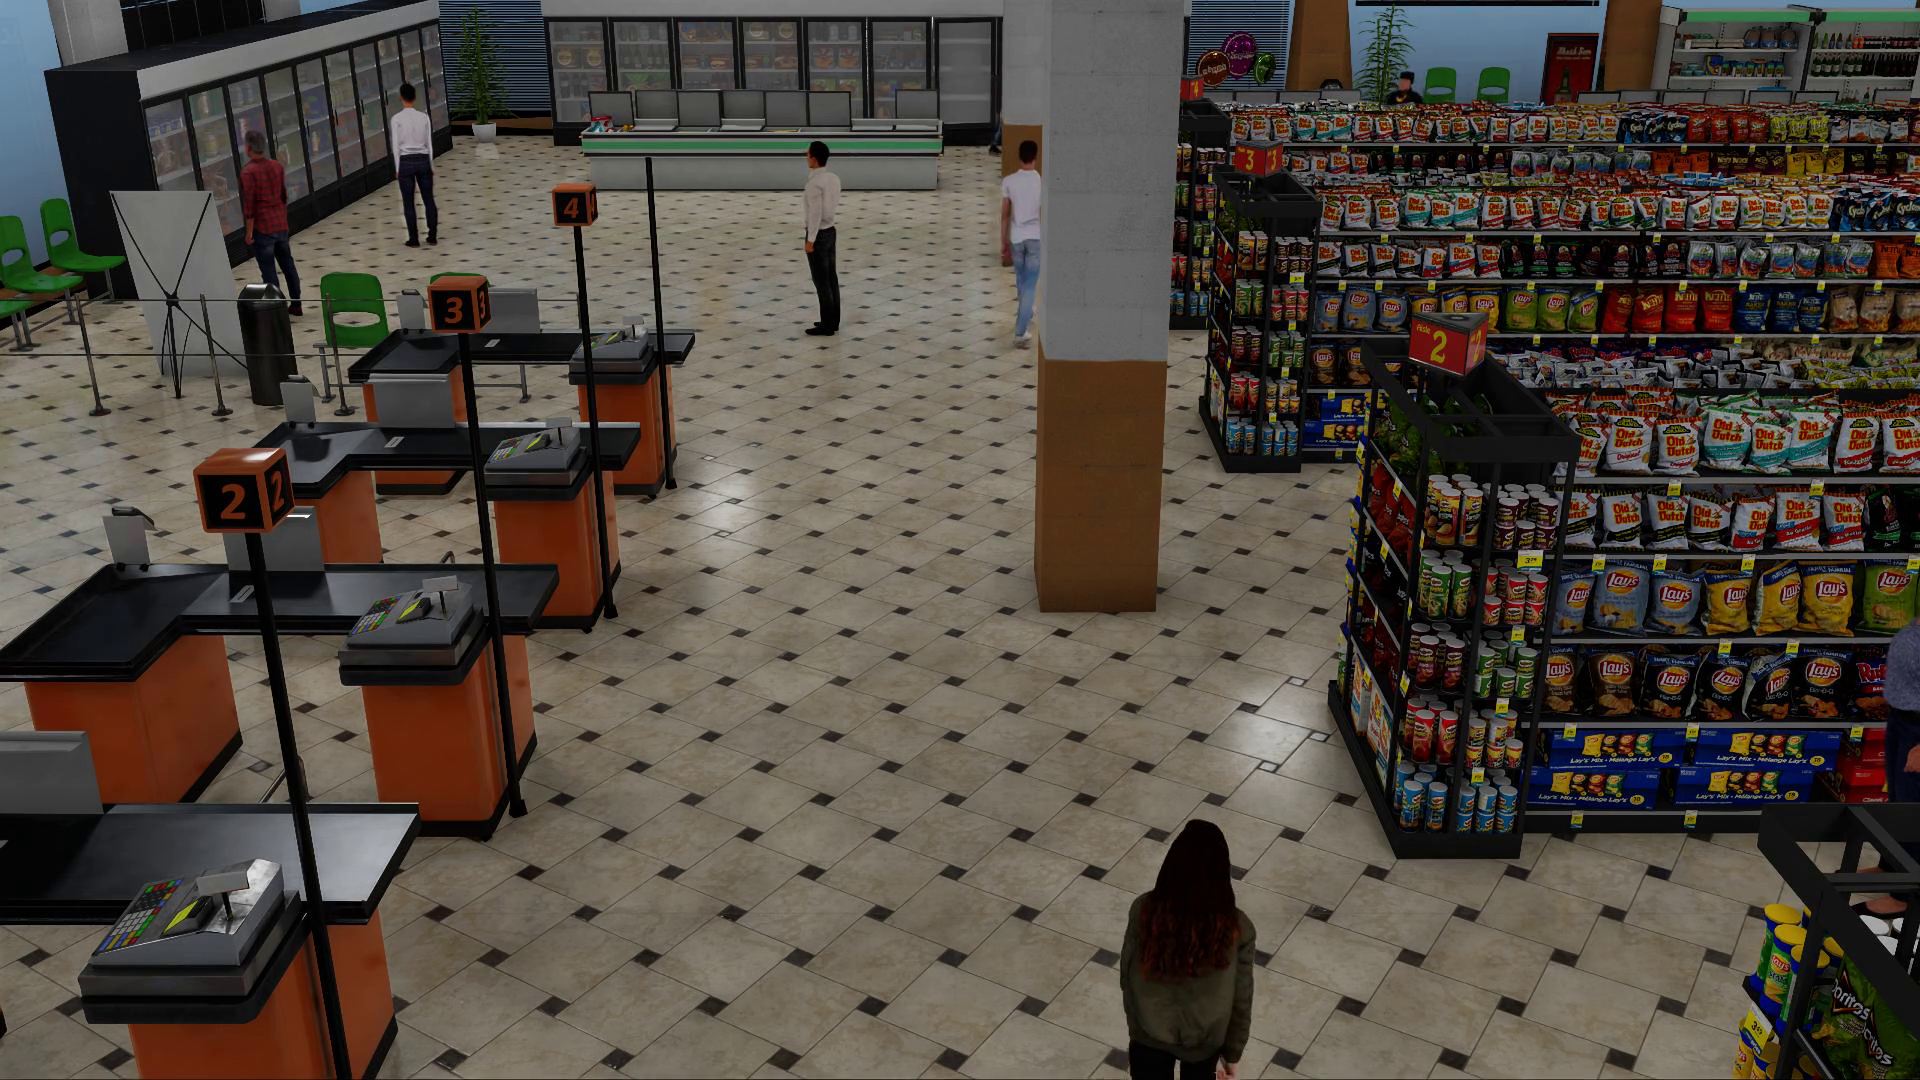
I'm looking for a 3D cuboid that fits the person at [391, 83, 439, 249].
[{"bbox_3d":[-6.355,-4.361,19.398,0.695,1.860,0.781,-14,26,-31],"label":"person"}]

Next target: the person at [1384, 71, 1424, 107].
[{"bbox_3d":[5.978,-5.438,22.378,1.127,1.637,1.073,-20,29,-41],"label":"person"}]

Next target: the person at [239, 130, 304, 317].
[{"bbox_3d":[-6.738,-3.066,16.214,0.714,1.831,0.759,10,24,23],"label":"person"}]

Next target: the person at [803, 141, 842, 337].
[{"bbox_3d":[-1.297,-2.843,15.685,0.674,1.812,0.727,7,23,17],"label":"person"}]

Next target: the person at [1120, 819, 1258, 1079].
[{"bbox_3d":[0.665,1.588,5.164,0.997,1.434,0.743,4,22,10],"label":"person"}]

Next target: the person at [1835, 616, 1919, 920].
[{"bbox_3d":[3.953,0.762,6.833,0.611,1.722,0.635,7,23,17],"label":"person"}]

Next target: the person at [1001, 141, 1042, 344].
[{"bbox_3d":[0.605,-2.710,15.369,1.184,1.801,1.015,8,23,20],"label":"person"}]
